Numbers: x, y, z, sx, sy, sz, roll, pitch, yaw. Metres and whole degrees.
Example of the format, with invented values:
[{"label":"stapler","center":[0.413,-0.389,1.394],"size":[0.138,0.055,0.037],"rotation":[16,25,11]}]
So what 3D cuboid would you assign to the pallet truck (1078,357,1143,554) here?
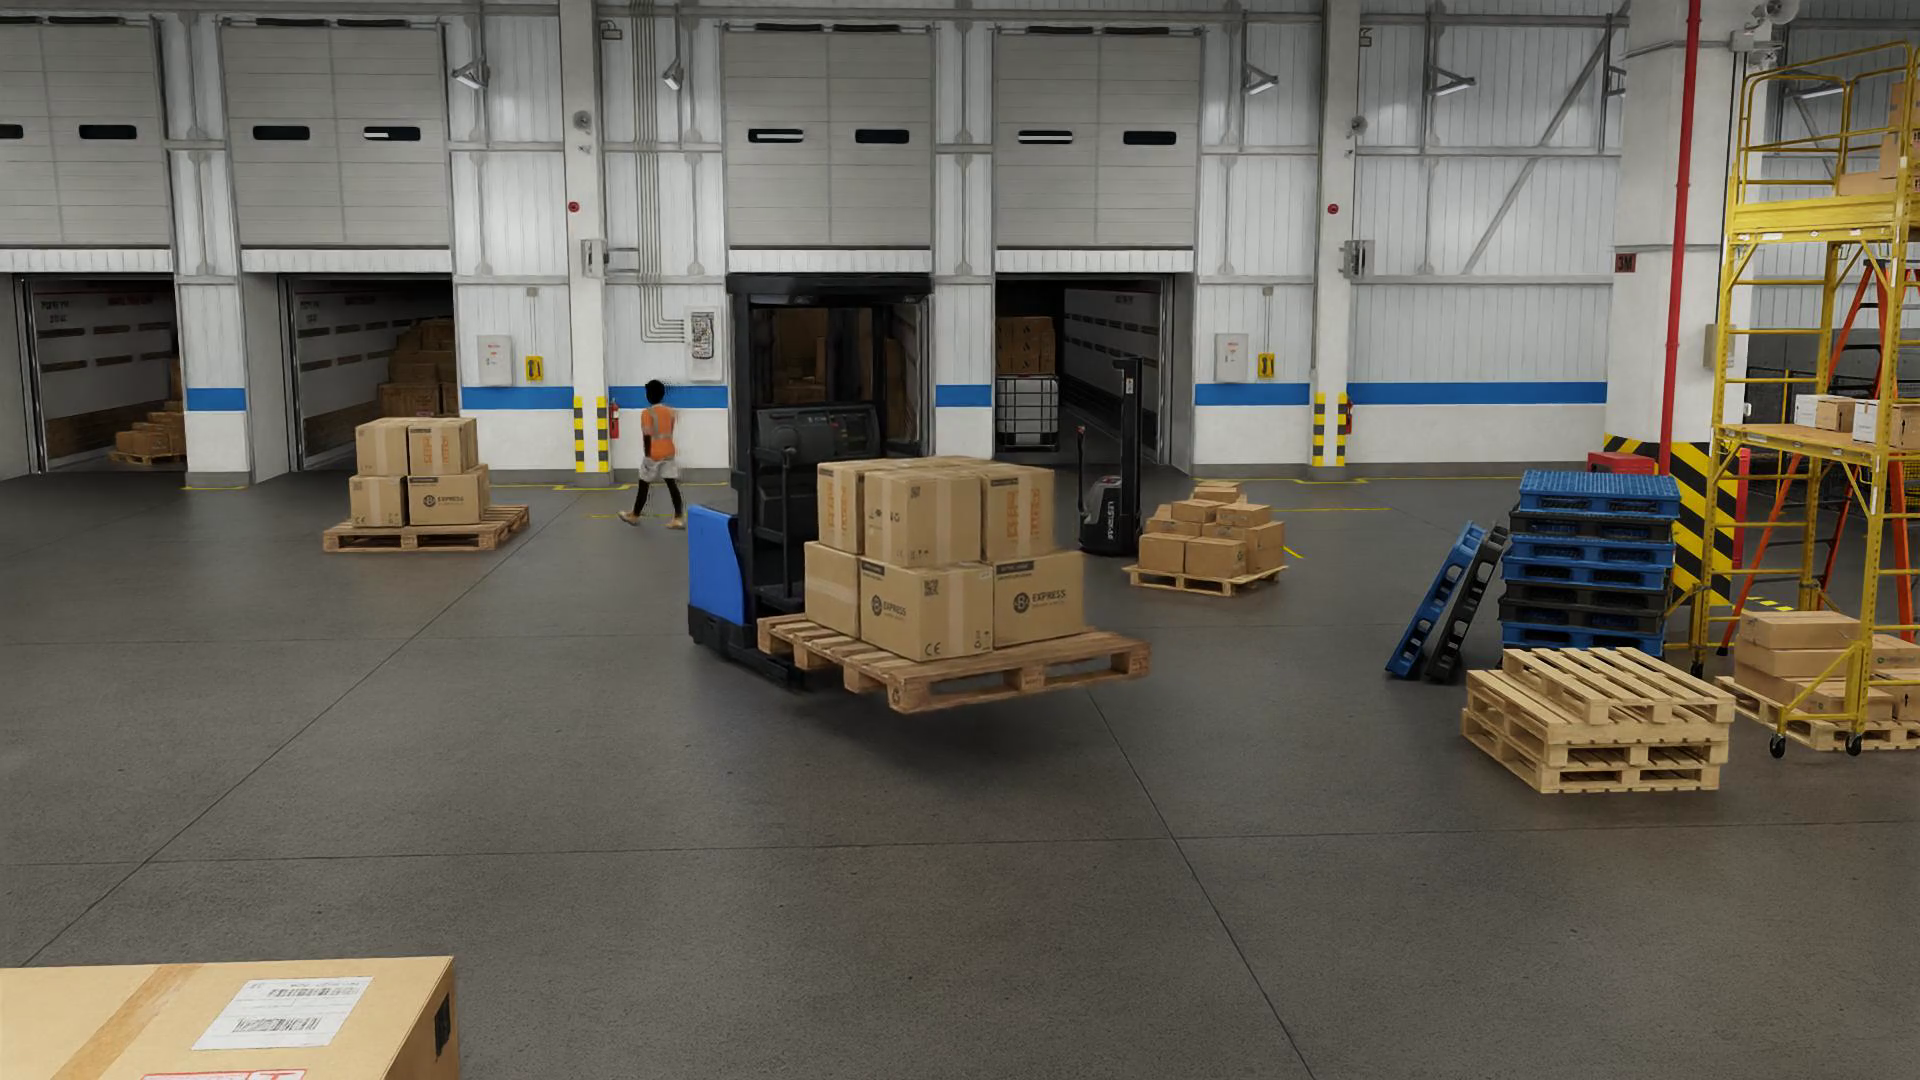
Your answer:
[{"label":"pallet truck","center":[2.088,-0.836,16.757],"size":[1.885,1.965,0.823],"rotation":[2,9,13]}]

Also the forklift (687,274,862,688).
[{"label":"forklift","center":[-1.186,-0.529,12.072],"size":[1.129,2.768,1.873],"rotation":[-6,11,-31]}]

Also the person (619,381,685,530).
[{"label":"person","center":[-3.407,-0.945,18.507],"size":[0.870,1.645,0.552],"rotation":[6,11,31]}]
